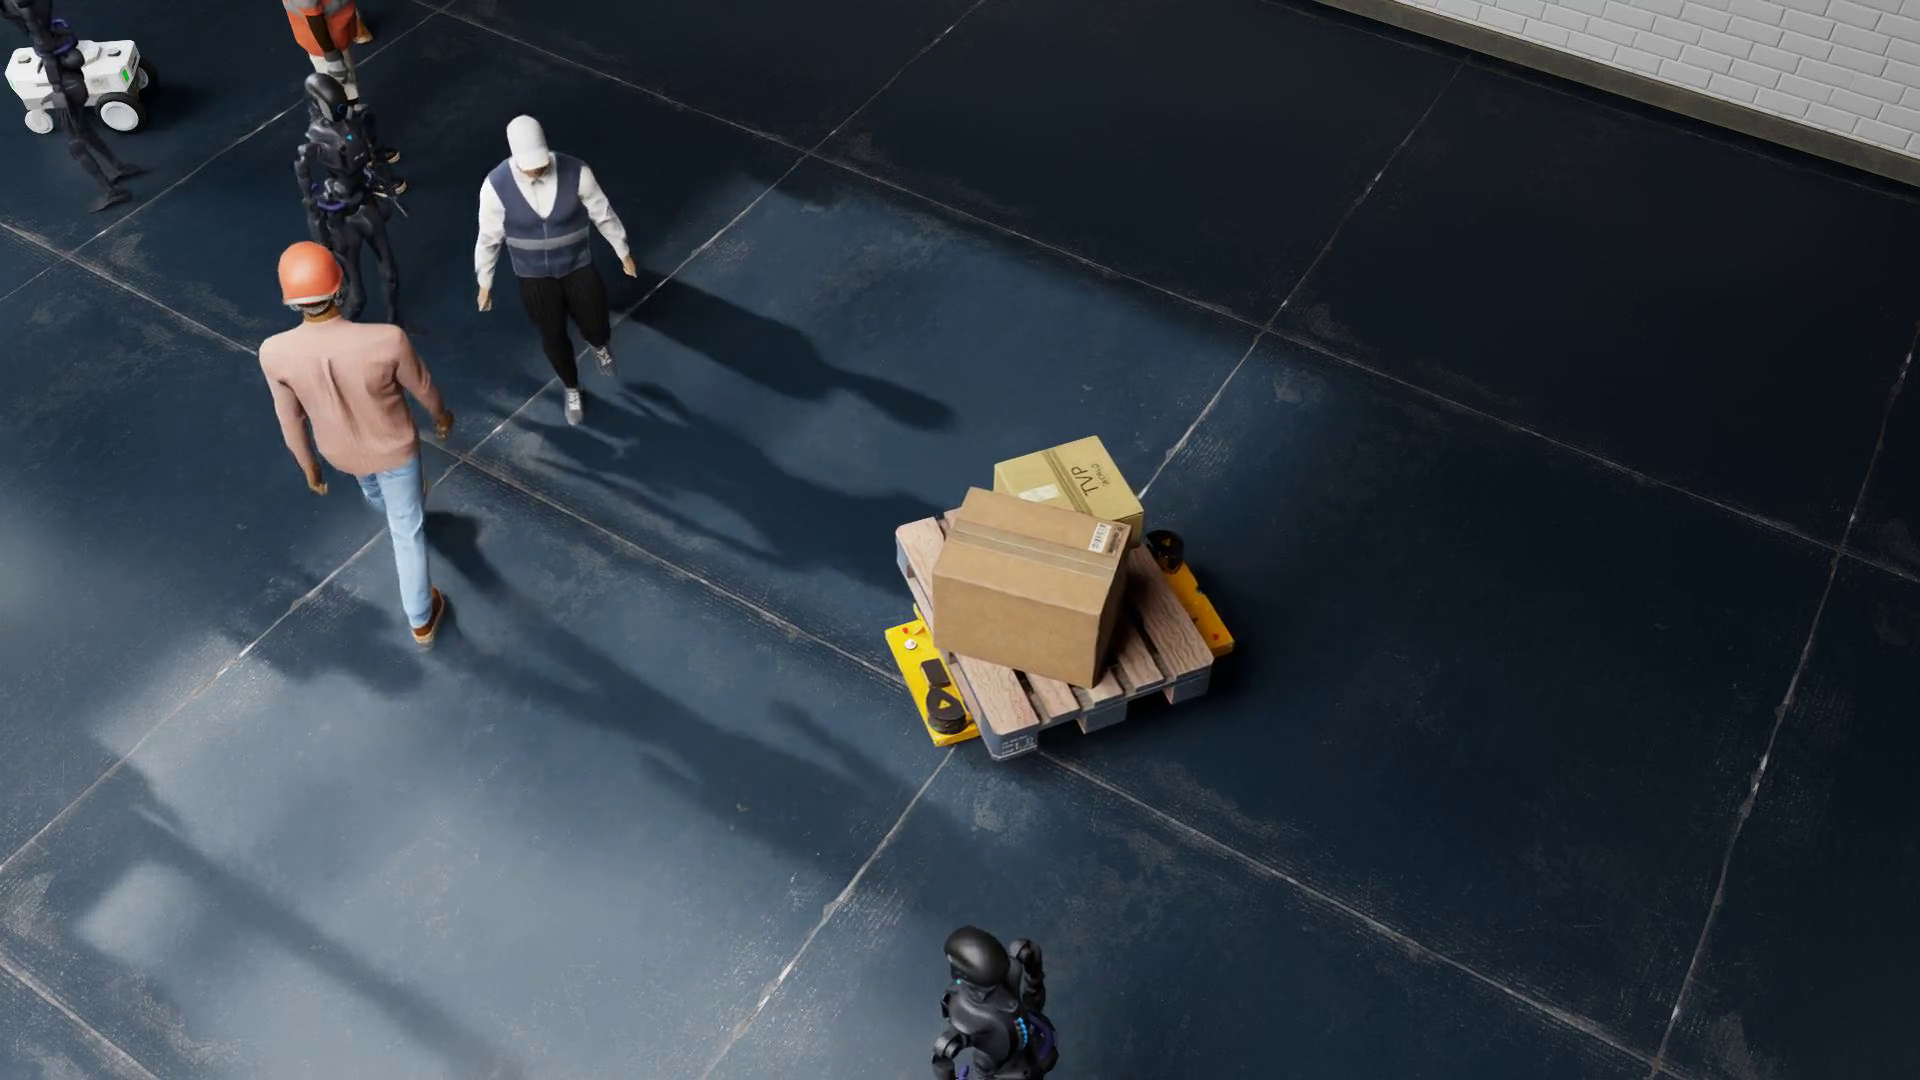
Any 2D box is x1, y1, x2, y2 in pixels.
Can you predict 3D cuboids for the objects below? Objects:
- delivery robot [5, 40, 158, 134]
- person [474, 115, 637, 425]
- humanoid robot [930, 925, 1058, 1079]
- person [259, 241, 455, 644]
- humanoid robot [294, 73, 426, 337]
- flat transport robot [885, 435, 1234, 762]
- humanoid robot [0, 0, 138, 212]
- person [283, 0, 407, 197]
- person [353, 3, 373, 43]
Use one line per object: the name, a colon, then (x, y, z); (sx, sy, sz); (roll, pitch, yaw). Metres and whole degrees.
delivery robot: (-5.301, -2.781, 10.069); (0.811, 0.613, 0.499); (-6, 49, -5)
person: (-1.946, -1.294, 7.967); (0.761, 1.749, 0.477); (-11, 50, -10)
humanoid robot: (0.132, 1.734, 5.373); (0.402, 1.641, 0.612); (28, 54, 22)
person: (-2.506, -0.500, 7.141); (0.619, 1.941, 1.014); (-1, 49, -1)
humanoid robot: (-3.066, -1.644, 8.334); (0.454, 1.644, 0.609); (21, 52, 18)
flat transport robot: (0.445, 0.423, 7.445); (1.431, 0.231, 0.659); (-17, 51, -14)
humanoid robot: (-4.988, -2.620, 9.170); (0.311, 1.650, 0.608); (-23, 53, -19)
person: (-3.464, -2.800, 9.137); (0.362, 1.963, 0.611); (-13, 50, -12)
person: (-4.057, -4.195, 10.366); (0.618, 1.956, 0.967); (-27, 54, -21)
